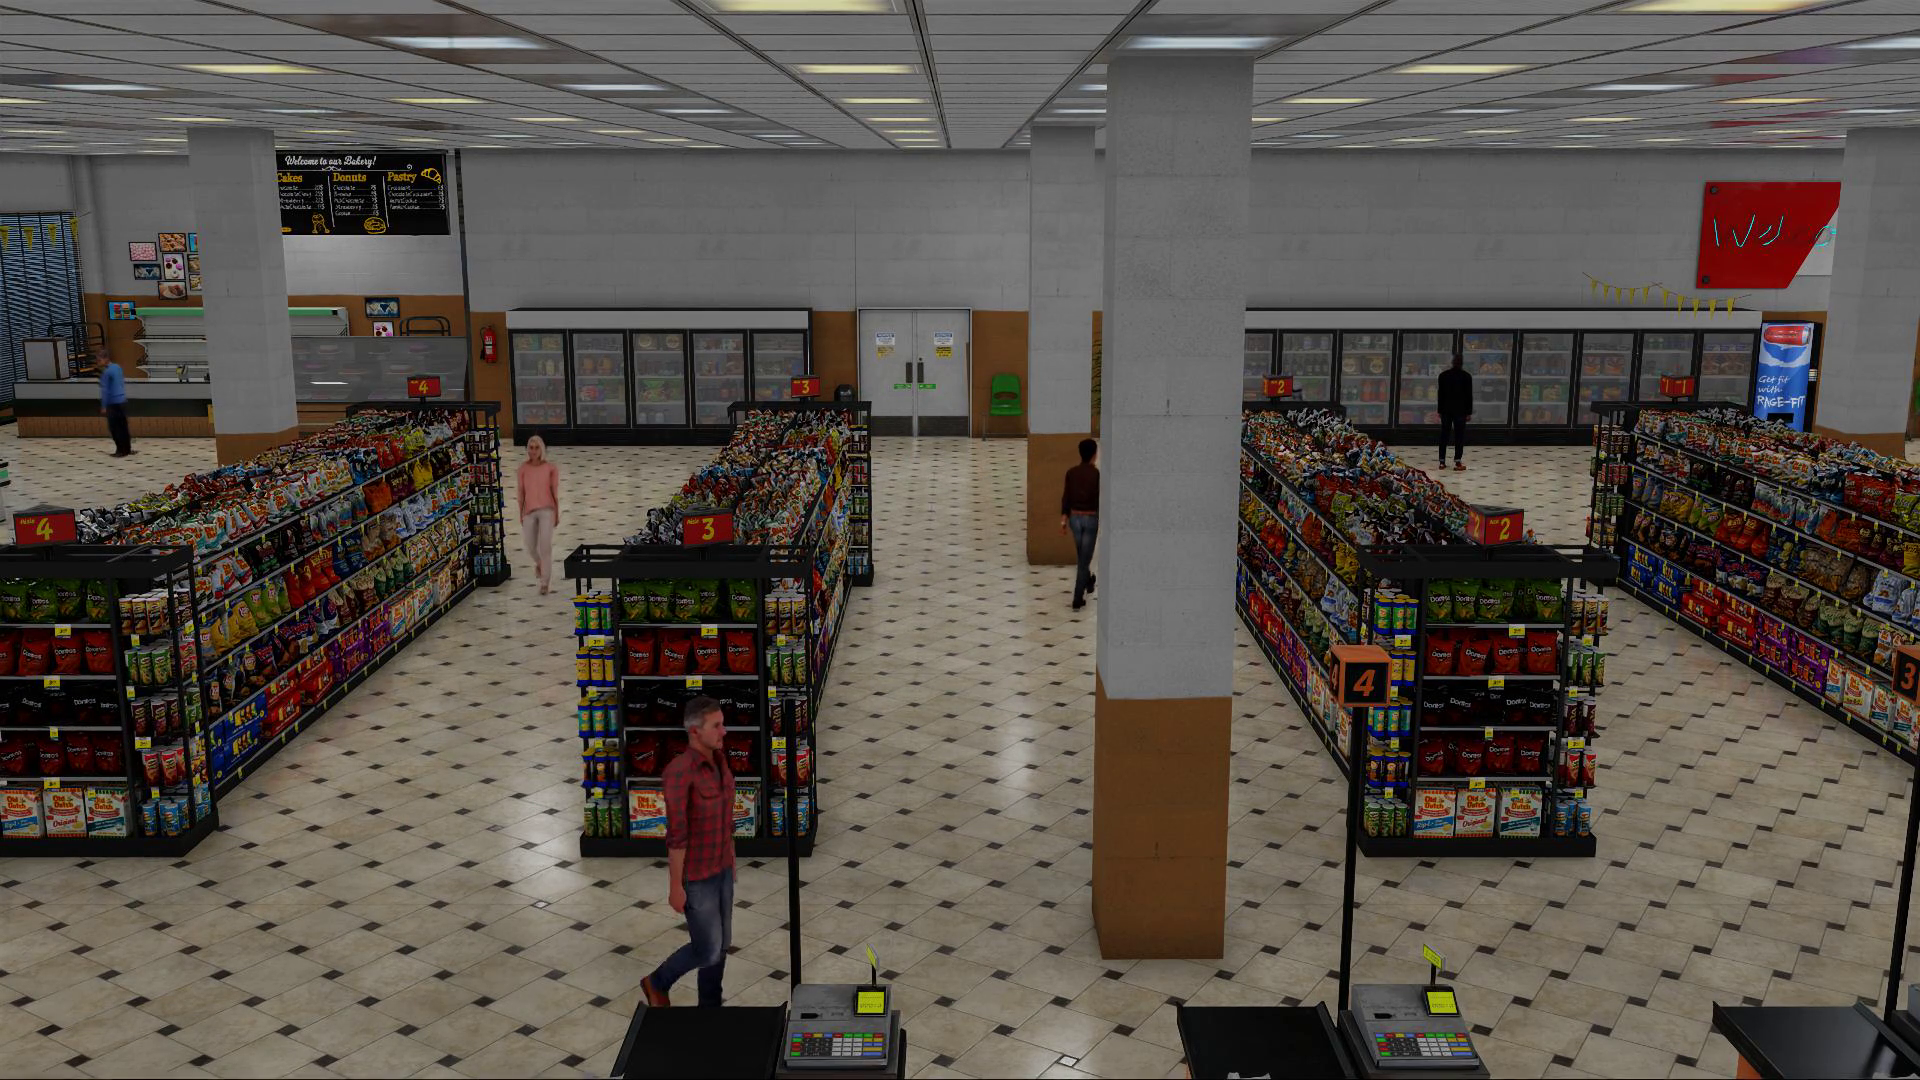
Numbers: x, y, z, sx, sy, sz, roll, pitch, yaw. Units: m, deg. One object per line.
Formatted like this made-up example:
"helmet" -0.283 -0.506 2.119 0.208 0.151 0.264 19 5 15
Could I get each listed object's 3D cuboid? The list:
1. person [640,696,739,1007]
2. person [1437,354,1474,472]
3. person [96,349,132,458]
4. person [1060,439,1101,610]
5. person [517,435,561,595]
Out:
"person" -1.400 1.679 8.510 0.918 1.817 0.866 5 13 22
"person" 7.710 -1.997 25.973 0.788 1.816 0.803 8 14 34
"person" -13.860 -2.269 27.363 0.867 1.775 0.490 3 12 15
"person" 1.276 -0.136 17.332 0.989 1.735 1.211 6 13 24
"person" -4.581 -0.297 18.153 0.672 1.712 0.912 -2 12 -8
